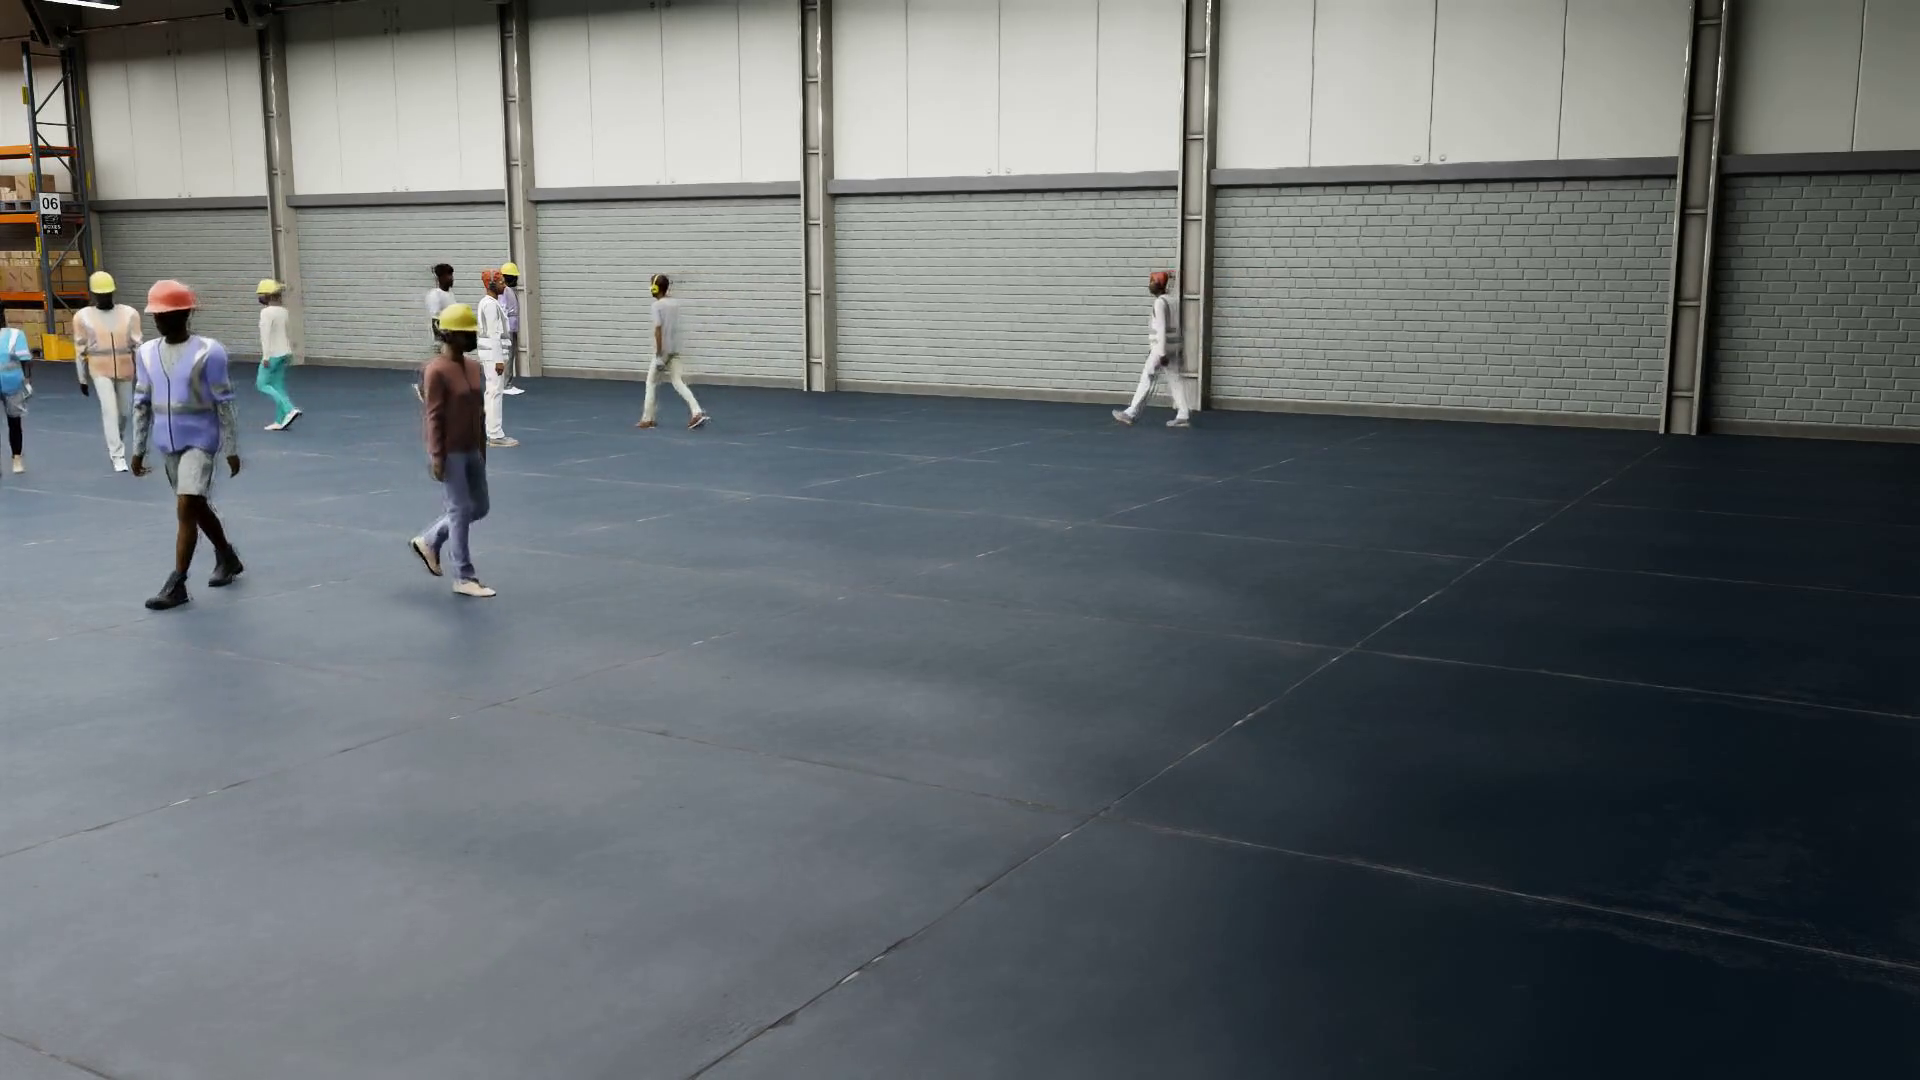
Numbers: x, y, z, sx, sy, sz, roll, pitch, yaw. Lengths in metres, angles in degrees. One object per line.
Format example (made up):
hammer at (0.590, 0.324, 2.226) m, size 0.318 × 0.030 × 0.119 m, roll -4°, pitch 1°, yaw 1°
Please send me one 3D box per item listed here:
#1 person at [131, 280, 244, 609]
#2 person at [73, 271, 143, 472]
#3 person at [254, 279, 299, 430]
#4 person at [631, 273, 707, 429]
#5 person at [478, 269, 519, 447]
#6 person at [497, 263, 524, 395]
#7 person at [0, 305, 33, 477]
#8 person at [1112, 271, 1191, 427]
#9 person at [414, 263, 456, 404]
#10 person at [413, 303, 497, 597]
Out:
person at (-4.578, -0.594, 9.874) m, size 0.570 × 1.896 × 0.979 m, roll 2°, pitch 10°, yaw 10°
person at (-8.115, -1.617, 15.863) m, size 0.576 × 1.889 × 0.879 m, roll -8°, pitch 13°, yaw -40°
person at (-7.925, -2.129, 19.226) m, size 0.400 × 1.751 × 0.555 m, roll 0°, pitch 10°, yaw 1°
person at (-3.412, -2.199, 19.468) m, size 0.969 × 1.836 × 0.533 m, roll 5°, pitch 11°, yaw 25°
person at (-4.941, -1.931, 17.708) m, size 0.356 × 1.882 × 0.574 m, roll -4°, pitch 10°, yaw -22°
person at (-6.590, -3.096, 24.397) m, size 0.382 × 1.924 × 0.594 m, roll -1°, pitch 10°, yaw -4°
person at (-8.753, -1.383, 15.176) m, size 0.535 × 1.639 × 0.901 m, roll -5°, pitch 11°, yaw -29°
person at (2.318, -2.261, 19.782) m, size 0.975 × 1.830 × 0.582 m, roll 5°, pitch 11°, yaw 25°
person at (-6.927, -2.726, 22.217) m, size 0.835 × 1.943 × 0.606 m, roll 1°, pitch 10°, yaw 5°
person at (-3.053, -0.538, 9.928) m, size 0.572 × 1.748 × 0.531 m, roll 3°, pitch 10°, yaw 18°
